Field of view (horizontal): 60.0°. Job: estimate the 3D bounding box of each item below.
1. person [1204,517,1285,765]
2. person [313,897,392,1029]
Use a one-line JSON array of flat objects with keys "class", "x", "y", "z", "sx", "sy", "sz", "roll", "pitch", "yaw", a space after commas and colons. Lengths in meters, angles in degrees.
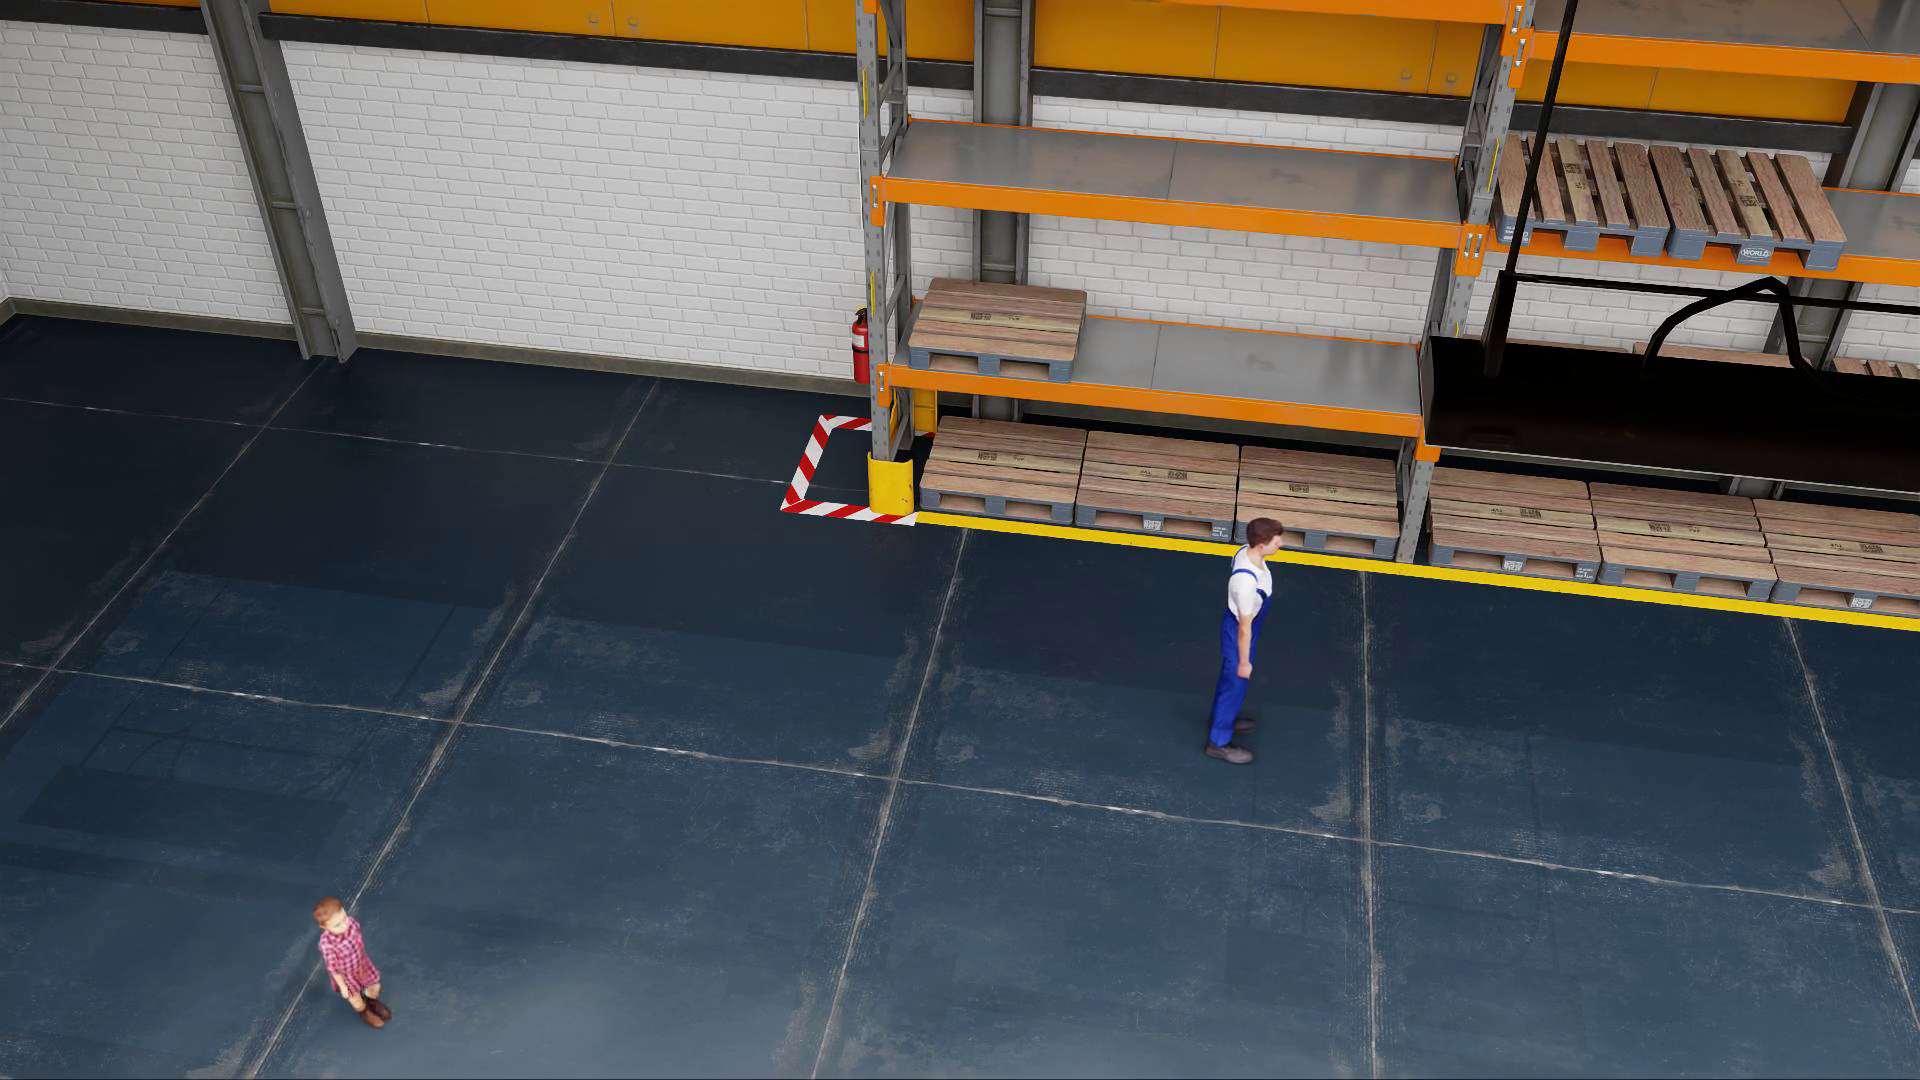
[{"class": "person", "x": 1.761, "y": 0.600, "z": 10.448, "sx": 0.554, "sy": 1.847, "sz": 0.625, "roll": 9, "pitch": 39, "yaw": 11}, {"class": "person", "x": -3.336, "y": 2.281, "z": 9.011, "sx": 0.505, "sy": 1.013, "sz": 0.480, "roll": 20, "pitch": 43, "yaw": 23}]
